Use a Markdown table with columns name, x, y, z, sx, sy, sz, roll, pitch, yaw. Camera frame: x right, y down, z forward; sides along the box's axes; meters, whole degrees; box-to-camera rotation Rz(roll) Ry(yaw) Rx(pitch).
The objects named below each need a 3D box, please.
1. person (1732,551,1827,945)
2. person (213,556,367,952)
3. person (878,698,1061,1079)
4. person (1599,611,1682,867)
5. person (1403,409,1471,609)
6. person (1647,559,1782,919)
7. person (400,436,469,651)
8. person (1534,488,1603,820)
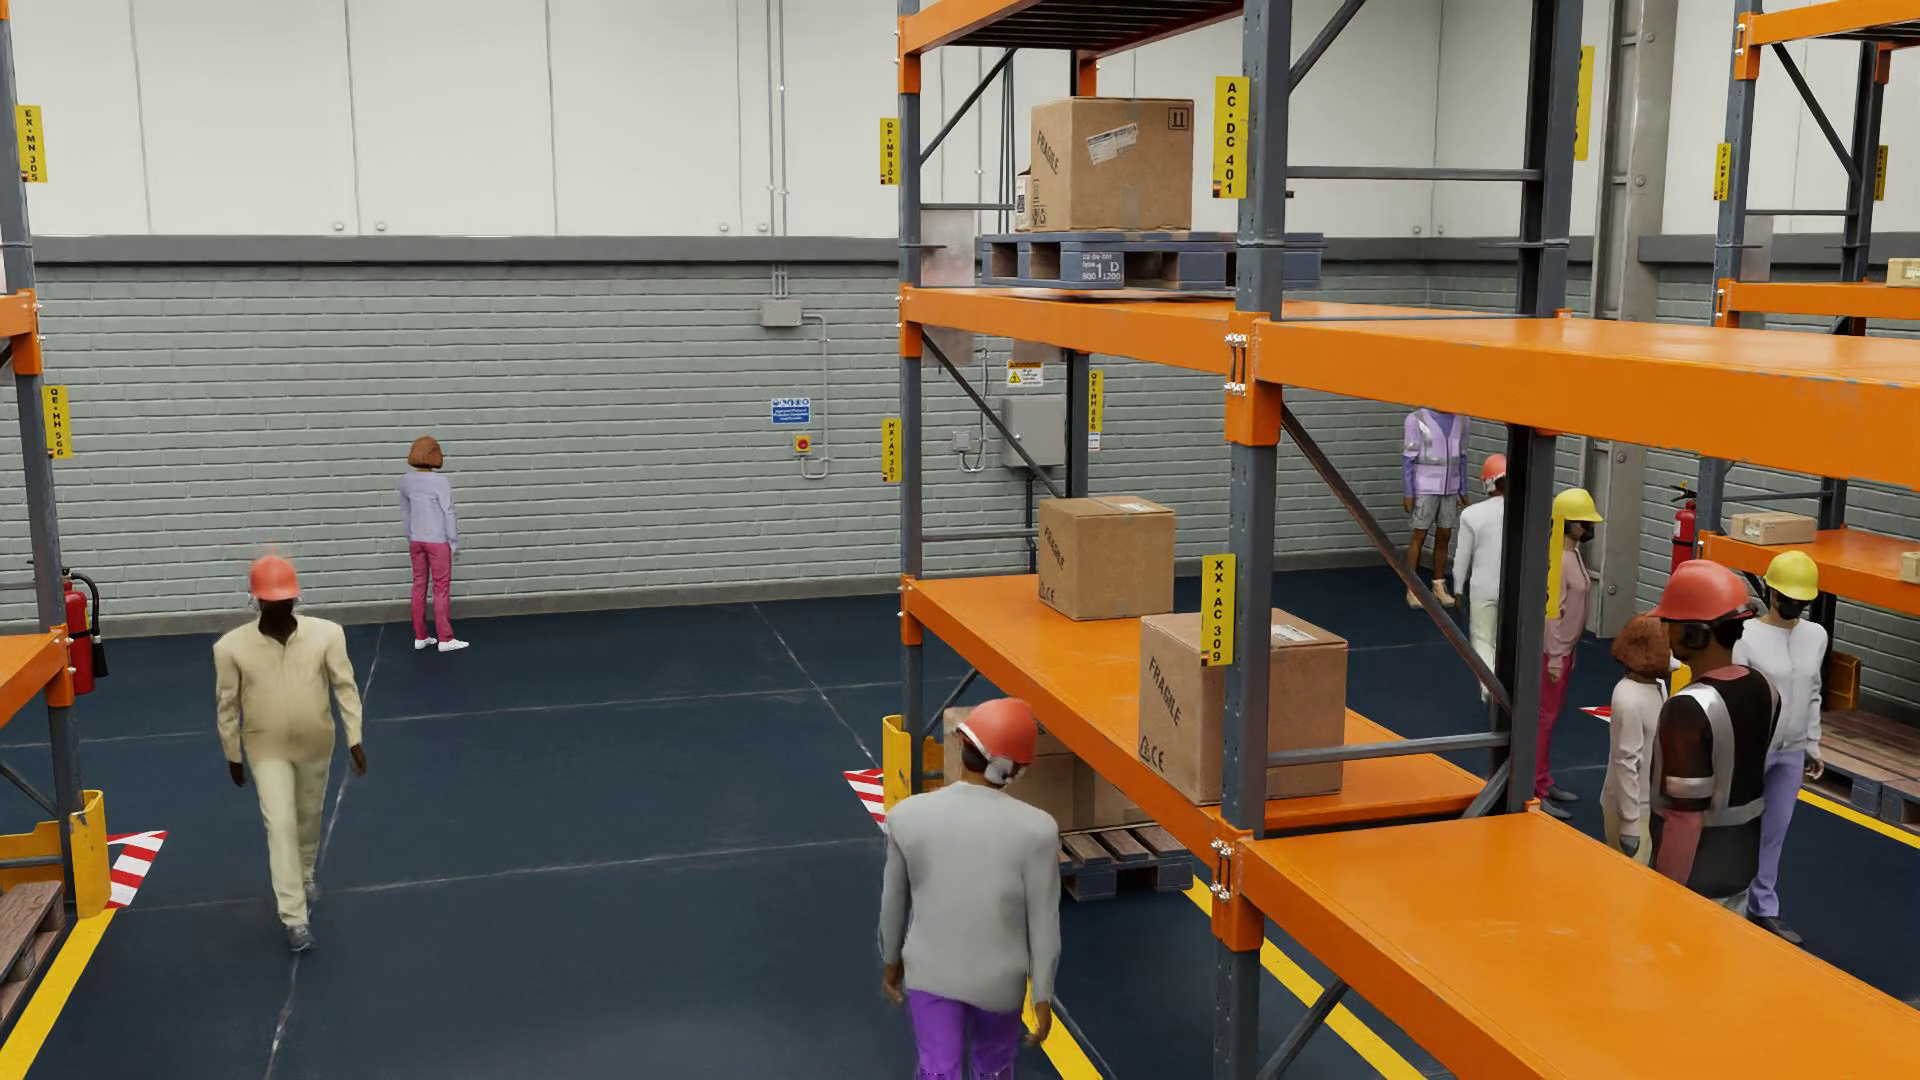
| name | x | y | z | sx | sy | sz | roll | pitch | yaw |
| --- | --- | --- | --- | --- | --- | --- | --- | --- | --- |
| person | 3.505 | 0.910 | 7.192 | 0.523 | 1.761 | 0.328 | -3 | 10 | -14 |
| person | -2.990 | 0.897 | 7.430 | 0.575 | 1.706 | 0.920 | -6 | 12 | -31 |
| person | 0.030 | 1.305 | 5.154 | 0.595 | 1.674 | 0.906 | 2 | 10 | 12 |
| person | 2.682 | 1.080 | 6.579 | 0.285 | 1.633 | 0.500 | 6 | 12 | 32 |
| person | 4.031 | -0.433 | 14.033 | 0.616 | 2.041 | 0.378 | -3 | 10 | -16 |
| person | 2.393 | 1.073 | 5.457 | 0.615 | 2.038 | 0.395 | -9 | 13 | -41 |
| person | -3.992 | 0.027 | 12.568 | 0.500 | 1.636 | 0.285 | 5 | 11 | 24 |
| person | 3.240 | 0.596 | 8.953 | 0.327 | 1.769 | 0.525 | 6 | 11 | 29 |
